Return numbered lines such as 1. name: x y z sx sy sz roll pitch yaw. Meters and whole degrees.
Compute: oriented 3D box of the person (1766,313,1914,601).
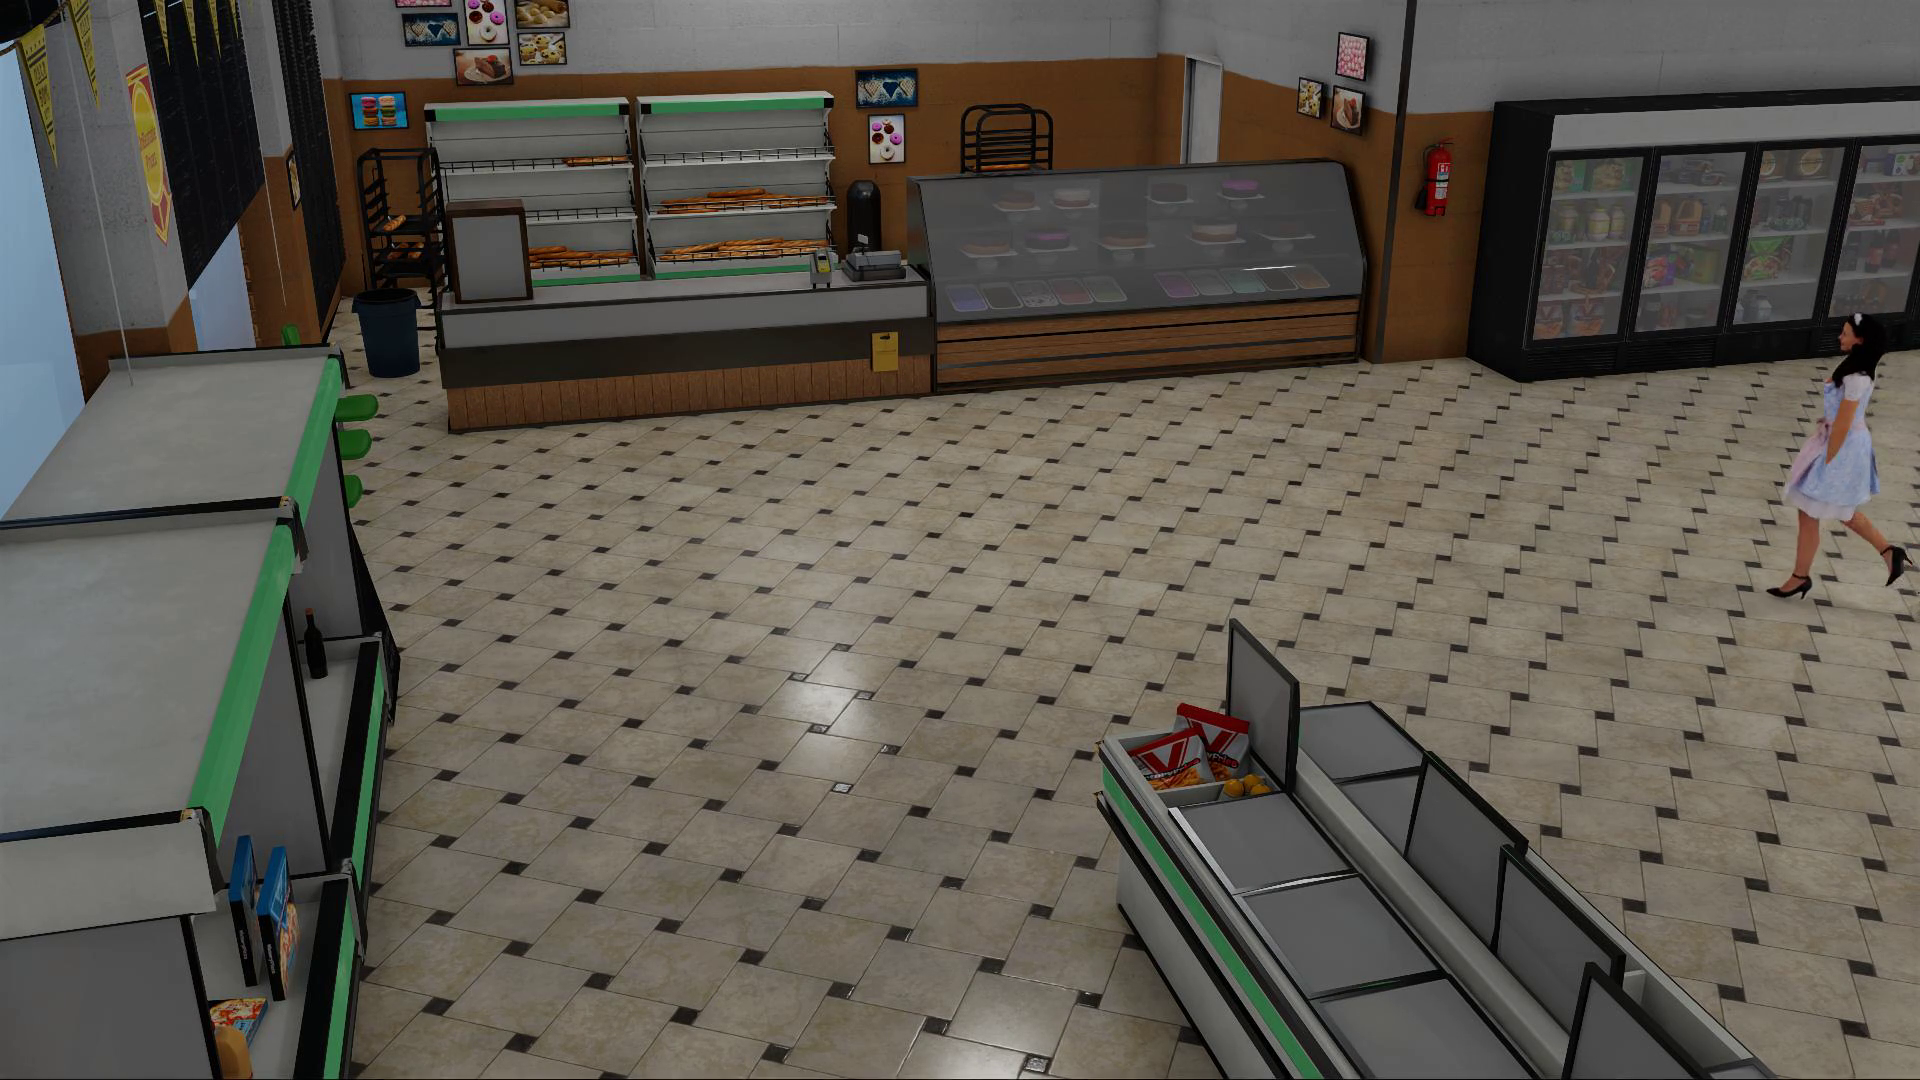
1. person: 5.277 -0.430 9.825 1.098 1.798 1.044 11 25 26
